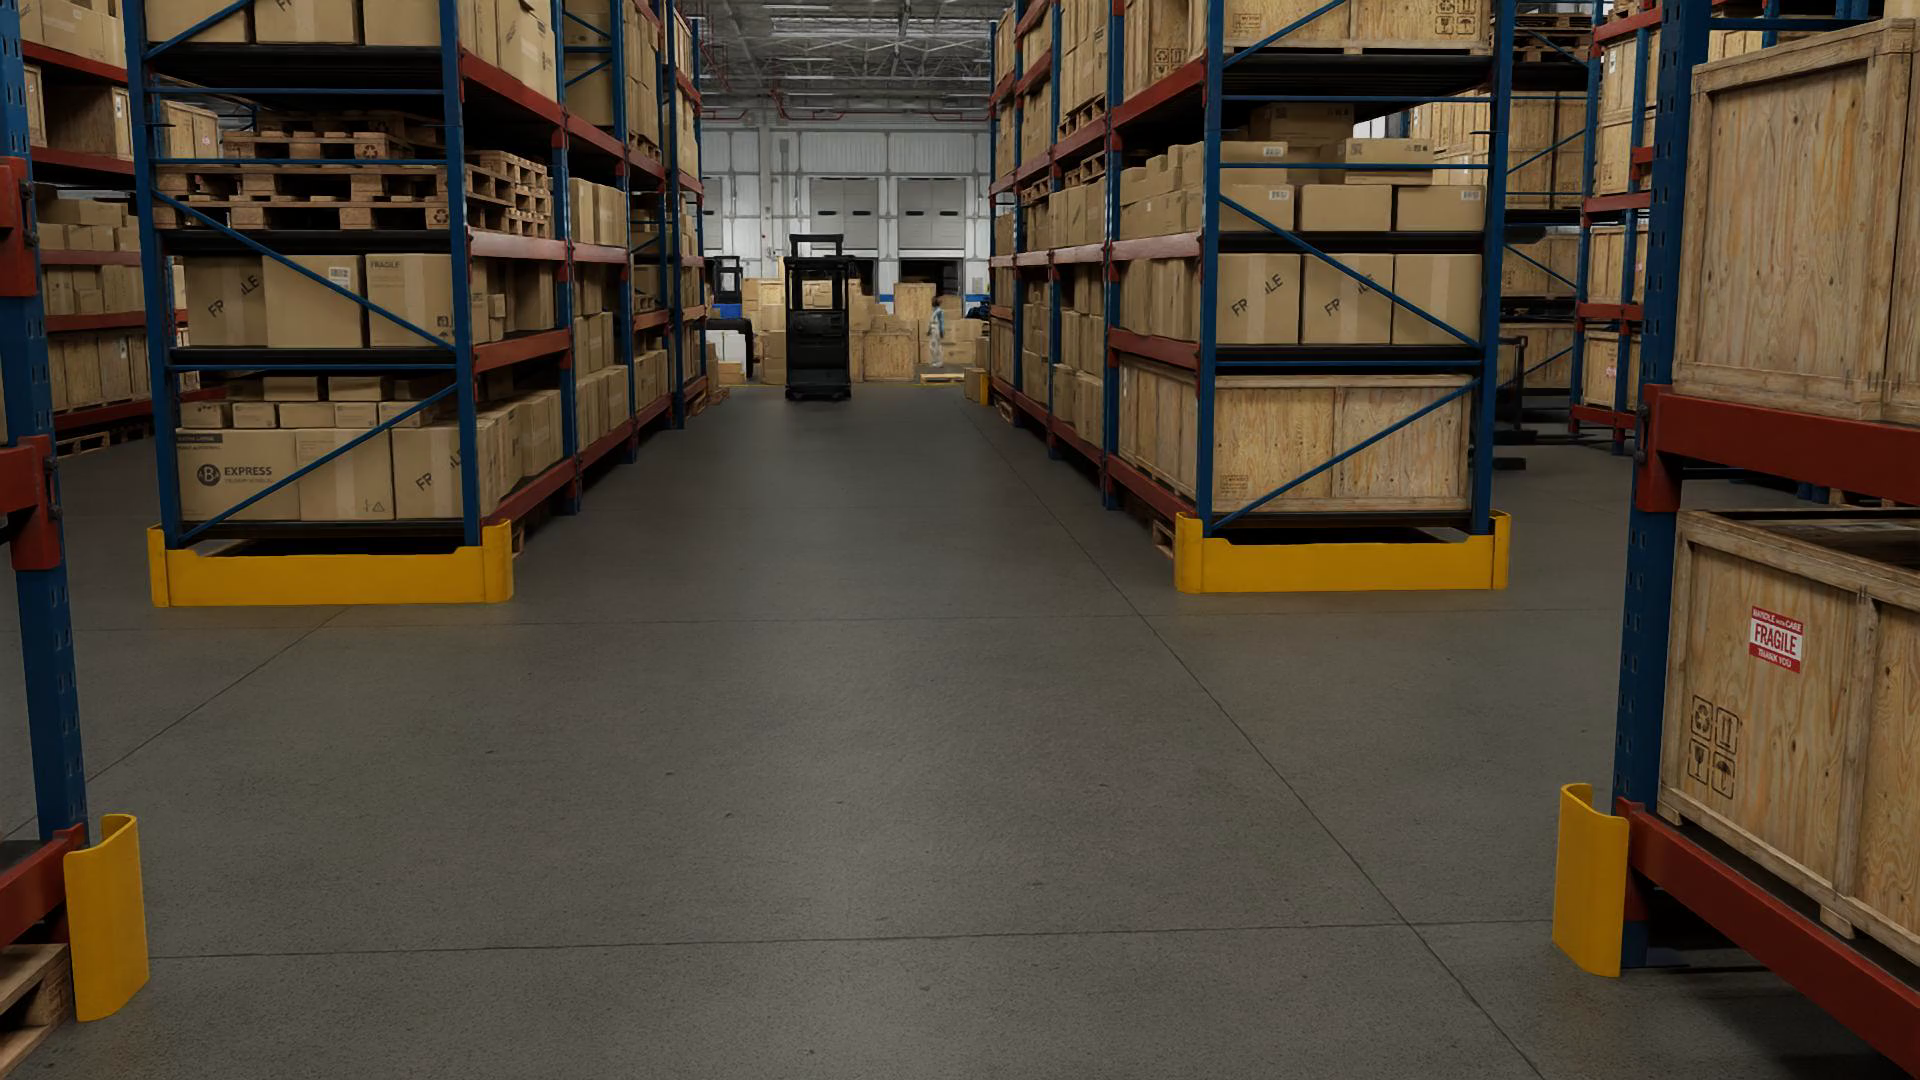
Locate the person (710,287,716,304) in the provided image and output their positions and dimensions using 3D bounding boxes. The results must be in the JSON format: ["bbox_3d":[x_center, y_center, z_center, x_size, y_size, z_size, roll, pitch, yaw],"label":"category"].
[{"bbox_3d":[-9.107,-8.604,62.063,0.540,1.695,0.317,1,9,6],"label":"person"}]

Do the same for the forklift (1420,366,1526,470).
[{"bbox_3d":[5.081,-2.185,18.052,1.873,2.768,1.129,-1,9,-4],"label":"forklift"}]

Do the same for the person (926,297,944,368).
[{"bbox_3d":[-0.608,-4.747,38.087,0.573,1.620,0.521,-2,9,-14],"label":"person"}]

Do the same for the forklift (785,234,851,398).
[{"bbox_3d":[-2.476,-3.918,28.932,1.129,2.768,1.873,-1,9,-4],"label":"forklift"}]

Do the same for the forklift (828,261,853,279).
[{"bbox_3d":[-4.124,-8.499,57.697,1.129,2.768,1.873,0,9,0],"label":"forklift"}]

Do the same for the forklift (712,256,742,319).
[{"bbox_3d":[-8.481,-8.973,60.670,1.129,2.768,1.873,-1,9,-4],"label":"forklift"}]

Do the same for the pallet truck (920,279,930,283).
[{"bbox_3d":[-0.932,-8.922,63.114,1.885,1.965,0.823,2,9,13],"label":"pallet truck"}]
